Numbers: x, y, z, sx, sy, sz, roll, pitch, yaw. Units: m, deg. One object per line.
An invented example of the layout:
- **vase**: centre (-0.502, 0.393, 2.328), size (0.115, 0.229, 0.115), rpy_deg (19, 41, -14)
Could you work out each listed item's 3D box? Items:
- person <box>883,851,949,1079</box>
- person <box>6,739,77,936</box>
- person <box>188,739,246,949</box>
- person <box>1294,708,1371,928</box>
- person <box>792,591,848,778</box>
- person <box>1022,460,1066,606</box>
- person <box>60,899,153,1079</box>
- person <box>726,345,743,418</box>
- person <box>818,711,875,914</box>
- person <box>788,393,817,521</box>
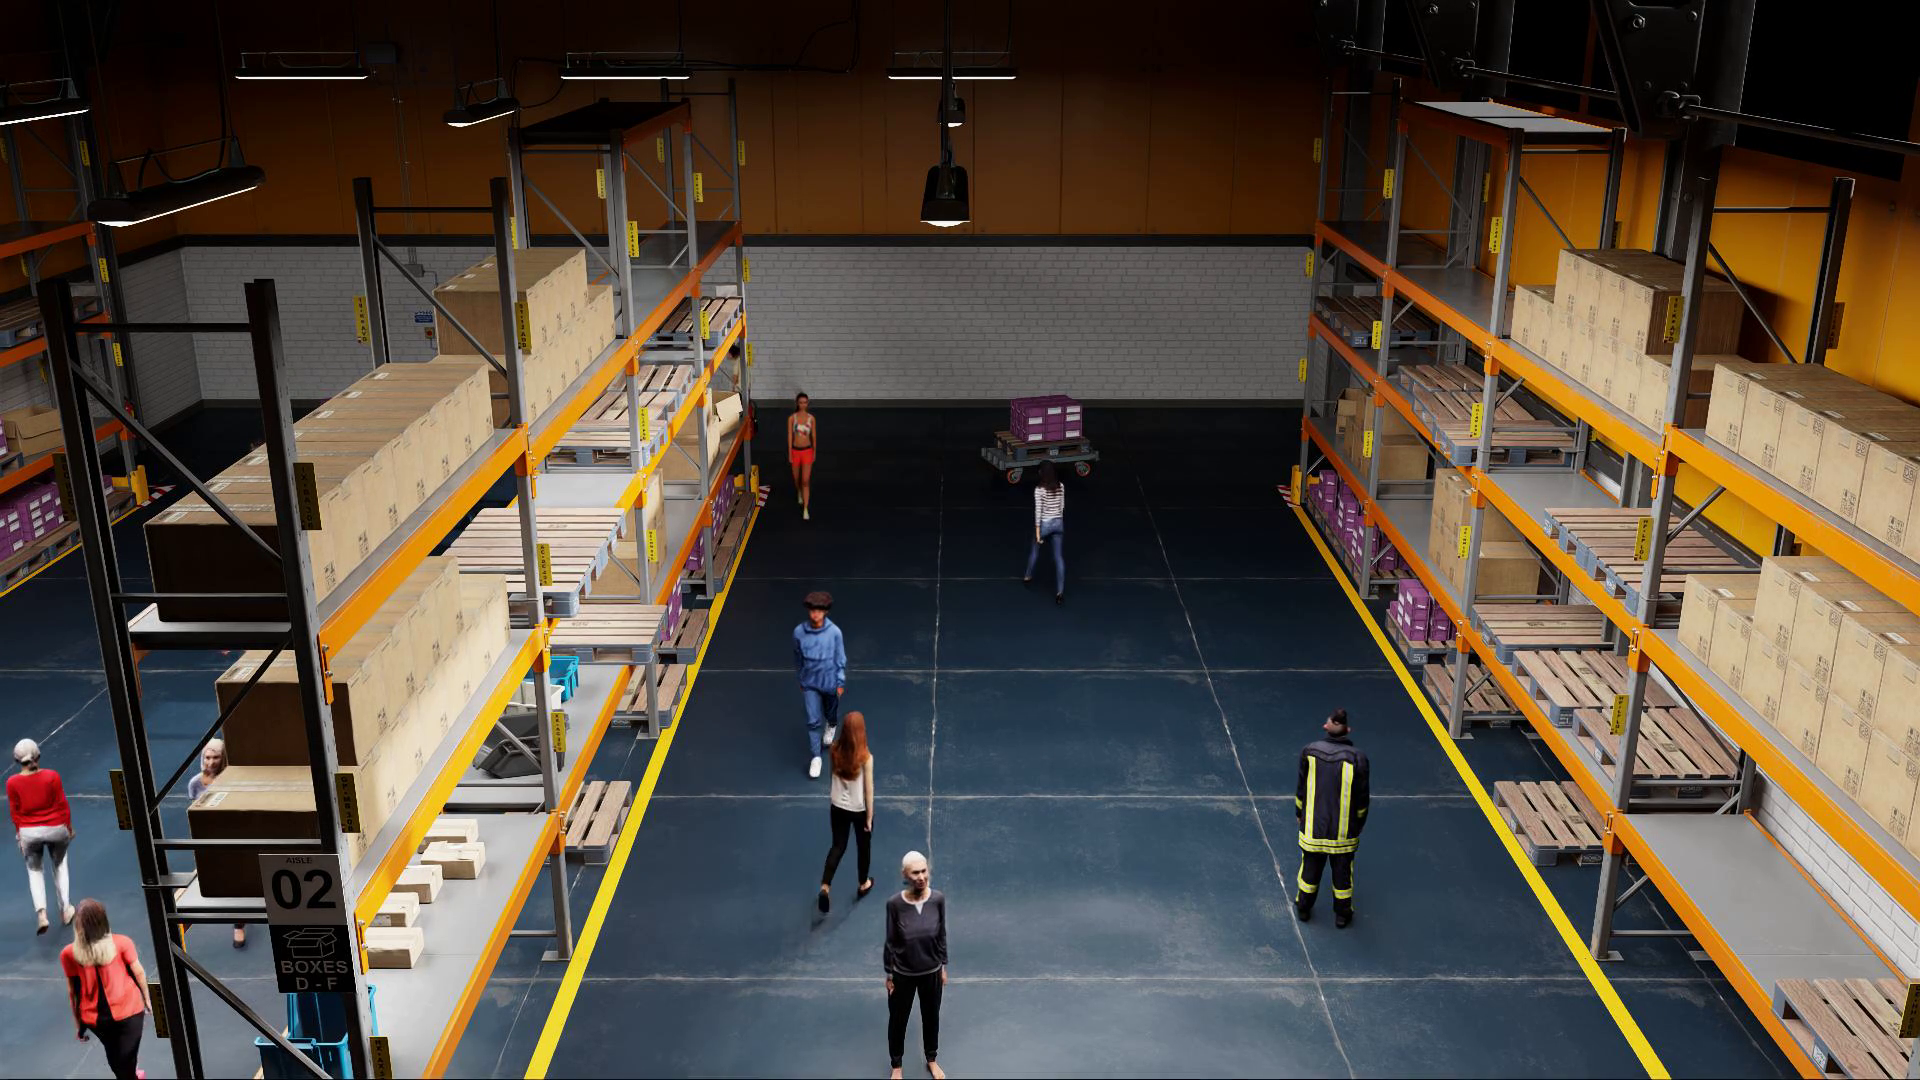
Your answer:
- **person**: centre (-0.304, 2.910, 11.373), size (0.656, 1.724, 0.609), rpy_deg (-5, 19, -15)
- **person**: centre (-7.211, 2.356, 13.082), size (0.742, 1.684, 0.927), rpy_deg (-7, 20, -20)
- **person**: centre (-5.803, 2.334, 13.111), size (0.737, 1.706, 0.934), rpy_deg (-5, 19, -15)
- **person**: centre (2.958, 2.195, 13.287), size (0.840, 1.859, 0.823), rpy_deg (7, 20, 20)
- **person**: centre (-1.337, 1.320, 16.006), size (0.693, 1.781, 1.076), rpy_deg (1, 19, 1)
- **person**: centre (1.138, -0.056, 20.151), size (0.931, 1.744, 1.206), rpy_deg (-8, 20, -23)
- **person**: centre (-5.500, 3.153, 10.766), size (0.754, 1.650, 1.195), rpy_deg (-4, 19, -11)
- **person**: centre (-3.692, -2.473, 27.621), size (0.819, 1.555, 0.413), rpy_deg (5, 19, 13)
- **person**: centre (-0.926, 2.216, 13.466), size (0.851, 1.704, 1.081), rpy_deg (8, 20, 24)
- **person**: centre (-2.249, -1.218, 23.557), size (0.607, 1.770, 1.029), rpy_deg (-2, 19, -5)
